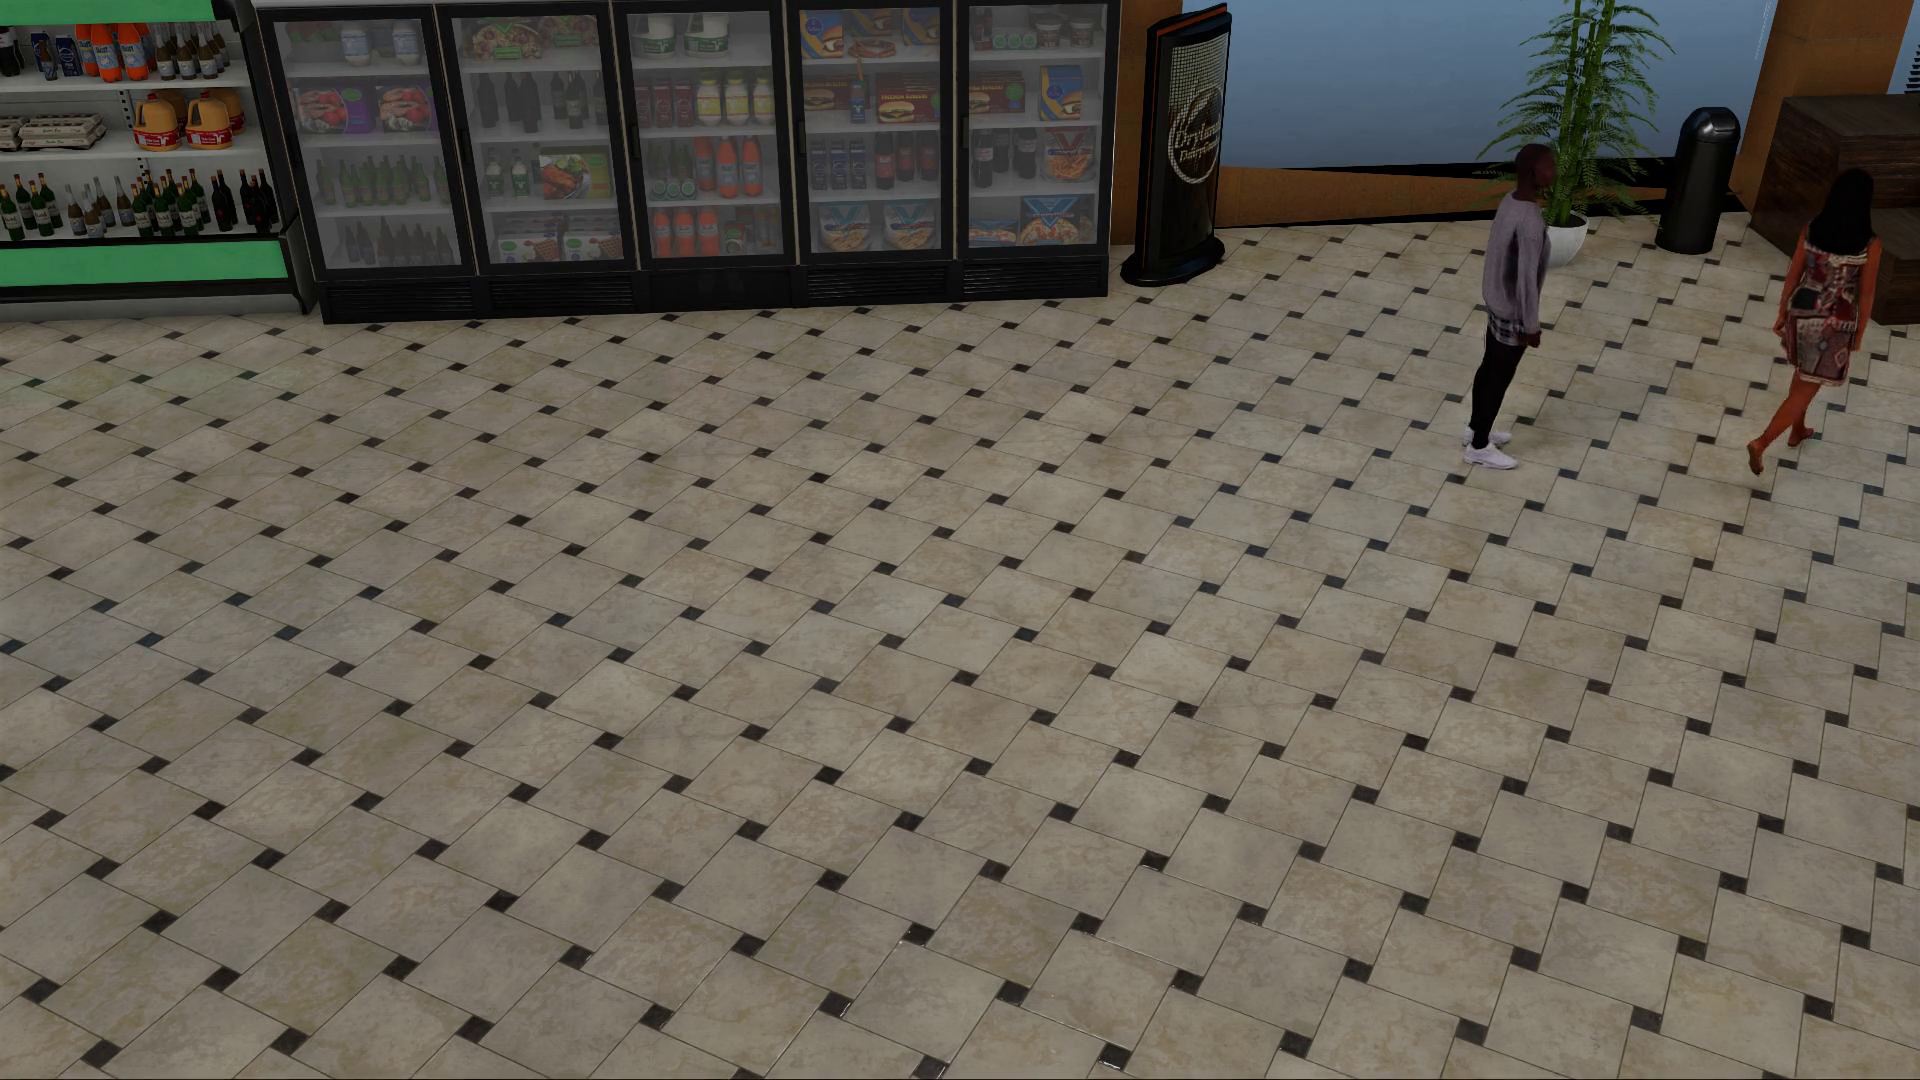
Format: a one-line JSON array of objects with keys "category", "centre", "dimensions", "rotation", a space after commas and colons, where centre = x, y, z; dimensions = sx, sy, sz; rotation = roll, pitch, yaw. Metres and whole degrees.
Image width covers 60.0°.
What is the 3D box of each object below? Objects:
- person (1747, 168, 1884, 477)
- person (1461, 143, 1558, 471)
[{"category": "person", "centre": [4.464, -1.107, 8.734], "dimensions": [1.162, 1.613, 1.024], "rotation": [-25, 40, -34]}, {"category": "person", "centre": [2.888, -1.242, 8.801], "dimensions": [0.599, 1.771, 0.654], "rotation": [-1, 32, -1]}]
